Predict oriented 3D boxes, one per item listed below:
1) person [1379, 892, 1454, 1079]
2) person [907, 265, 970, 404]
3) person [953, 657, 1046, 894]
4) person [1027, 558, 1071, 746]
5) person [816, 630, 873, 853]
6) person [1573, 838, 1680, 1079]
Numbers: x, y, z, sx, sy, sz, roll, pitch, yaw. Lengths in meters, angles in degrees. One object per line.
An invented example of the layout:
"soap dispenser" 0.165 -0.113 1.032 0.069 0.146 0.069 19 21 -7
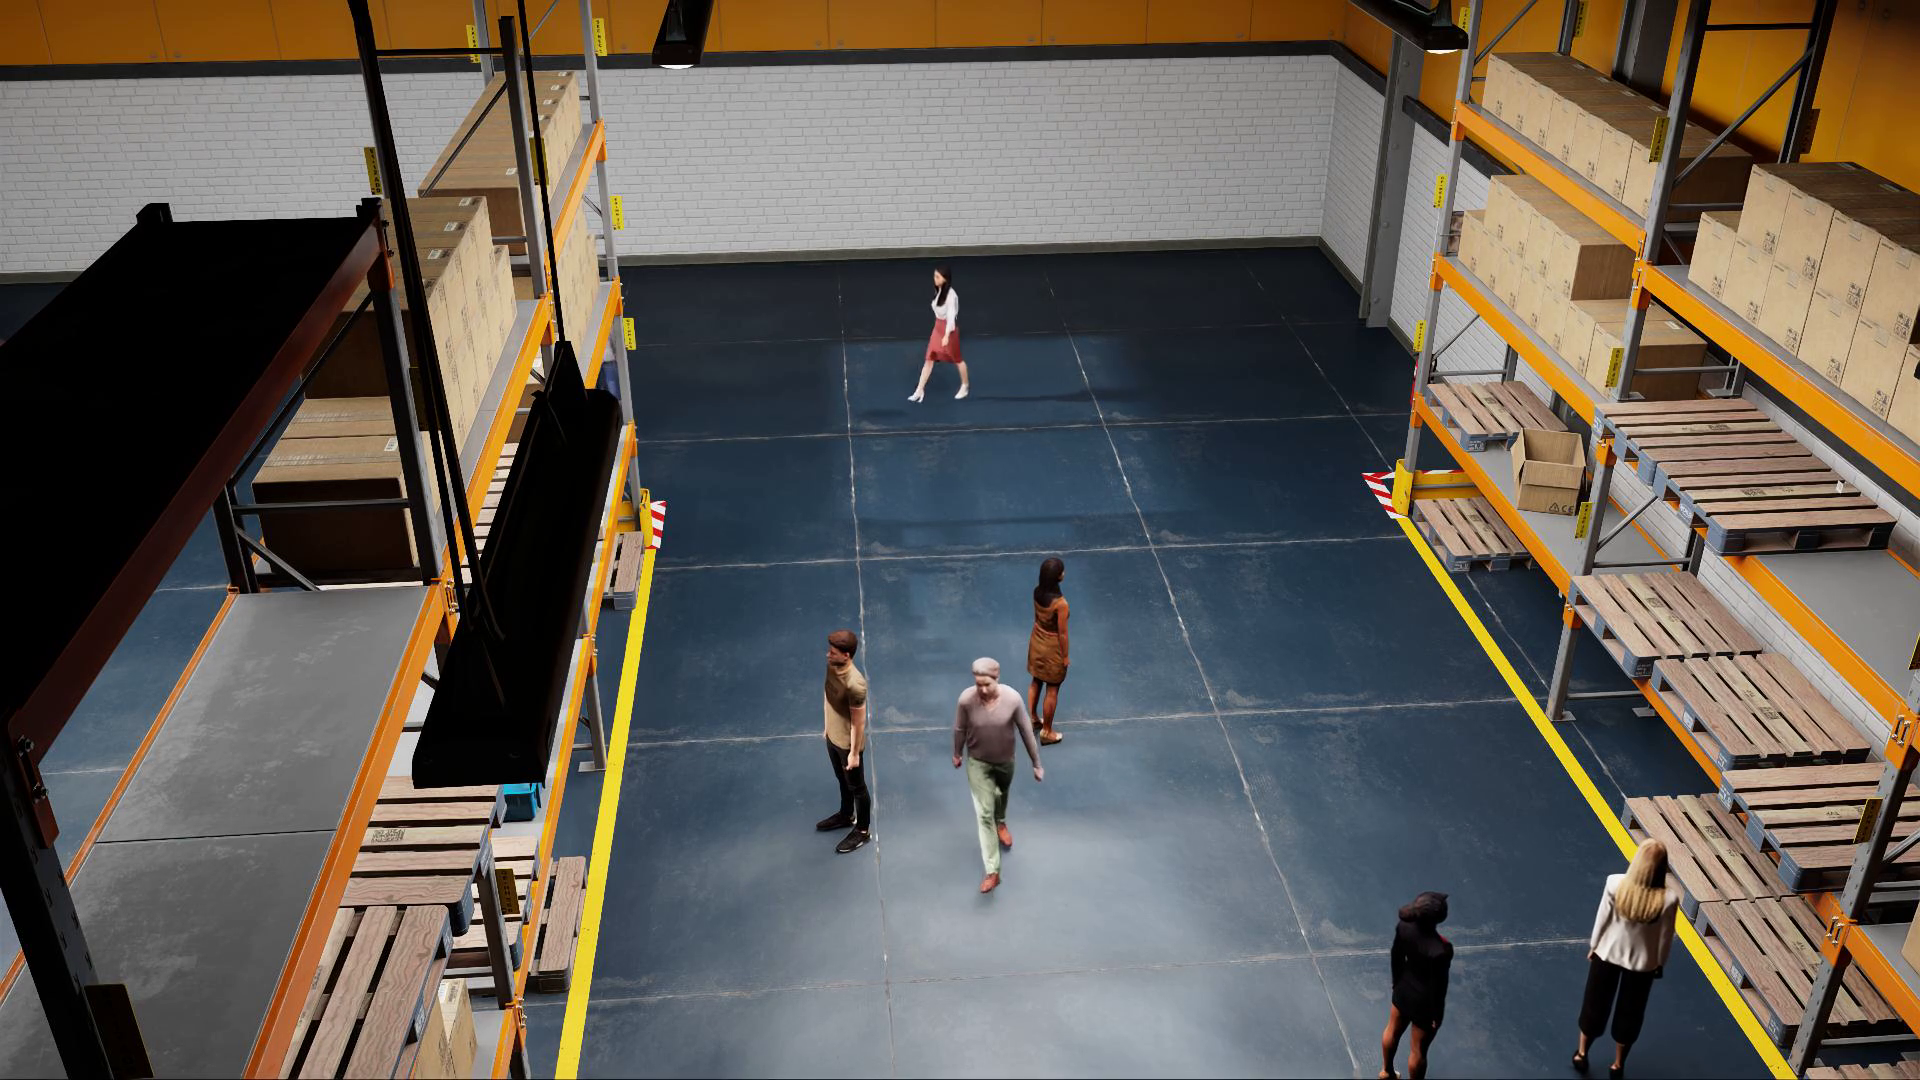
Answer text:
"person" 2.813 2.821 10.221 0.737 1.639 0.672 -15 32 -25
"person" -0.089 -2.432 19.783 0.978 1.705 1.080 -16 32 -27
"person" 0.229 1.594 12.287 0.856 1.816 1.216 -2 29 -4
"person" 0.734 0.903 13.693 0.696 1.683 0.587 -17 33 -28
"person" -0.849 1.472 12.472 0.802 1.852 0.665 -16 32 -27
"person" 4.138 2.626 10.353 0.687 1.857 0.695 12 31 22
